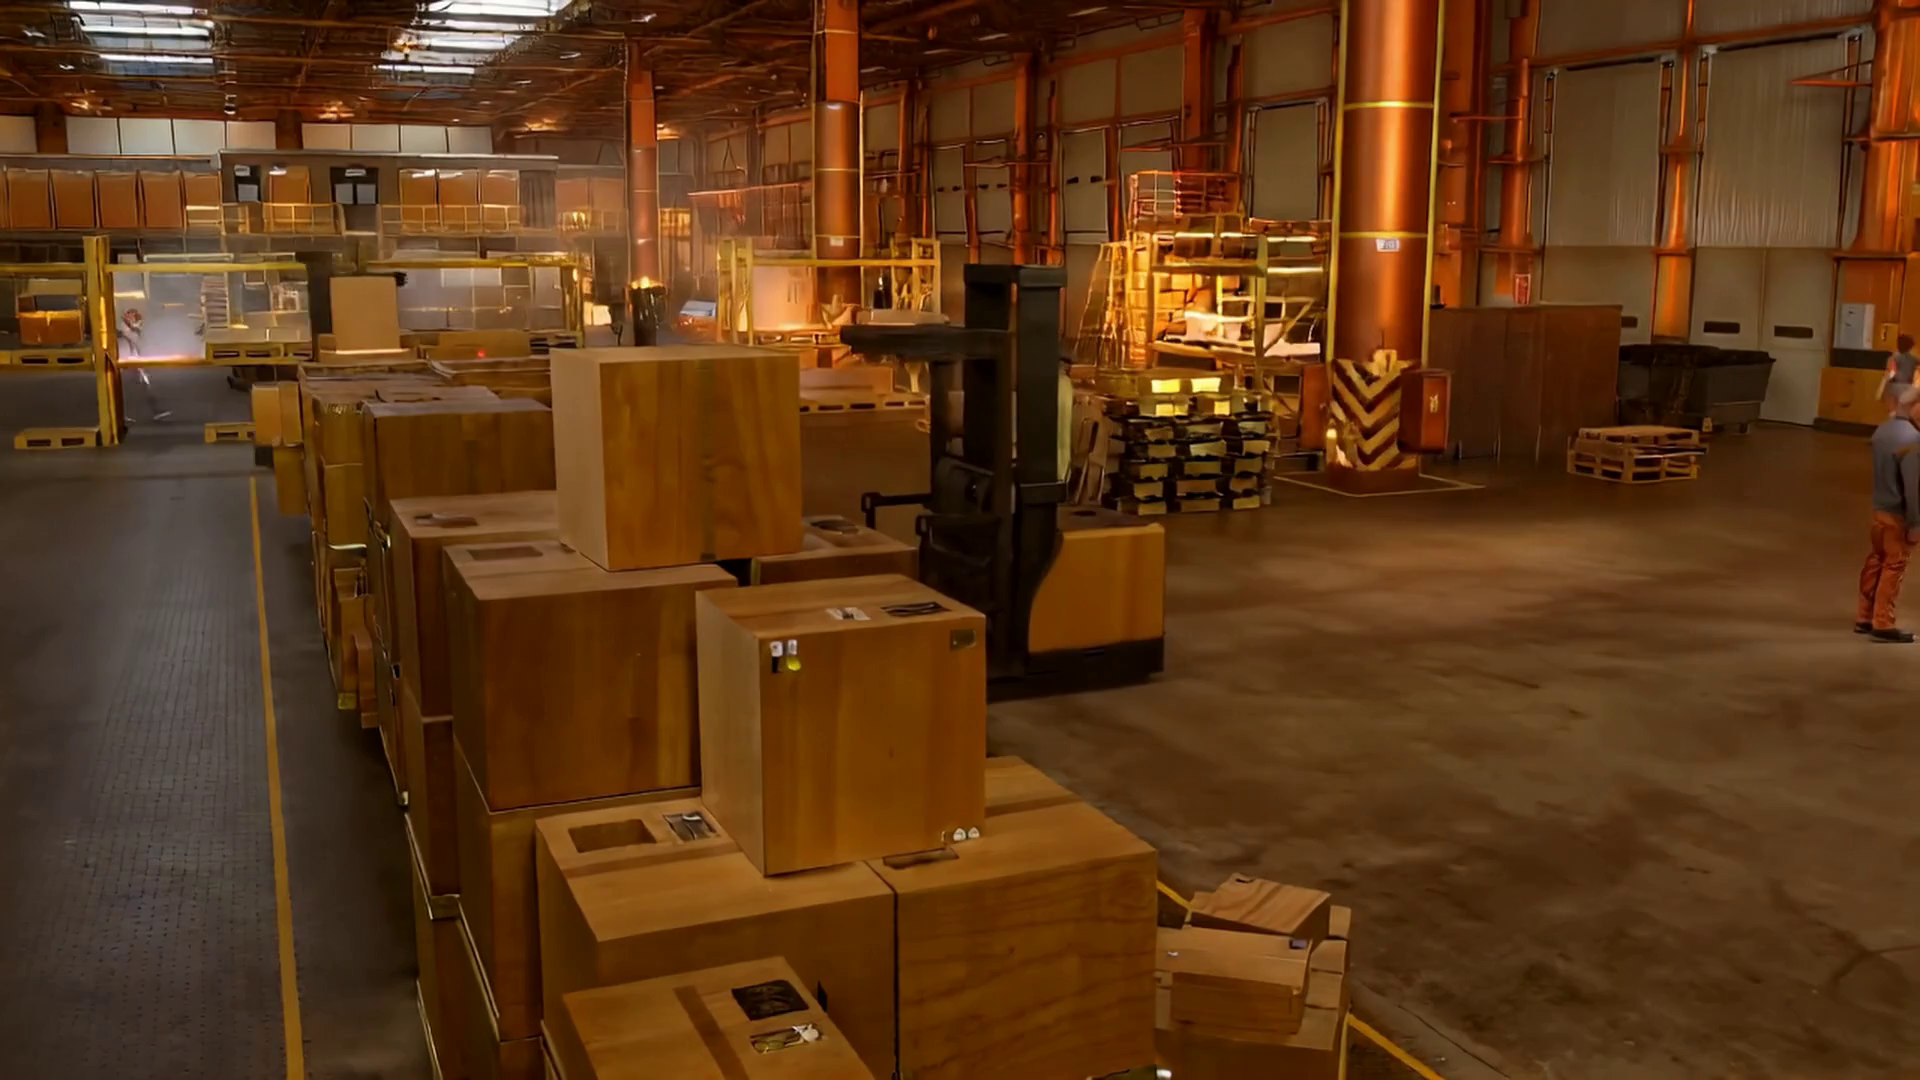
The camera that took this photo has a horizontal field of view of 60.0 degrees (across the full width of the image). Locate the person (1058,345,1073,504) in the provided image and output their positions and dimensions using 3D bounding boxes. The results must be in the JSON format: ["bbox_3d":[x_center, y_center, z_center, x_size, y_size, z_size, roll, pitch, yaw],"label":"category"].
[{"bbox_3d":[0.959,-0.988,16.739,0.373,1.936,0.627,6,12,28],"label":"person"}]

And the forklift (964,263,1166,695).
[{"bbox_3d":[0.362,-0.447,11.148,1.873,2.768,1.129,-4,11,-23],"label":"forklift"}]

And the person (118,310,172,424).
[{"bbox_3d":[-13.329,-2.805,27.045,0.915,1.833,0.516,-5,12,-27],"label":"person"}]

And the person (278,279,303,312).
[{"bbox_3d":[-16.210,-5.295,40.181,0.536,2.000,0.688,3,11,14],"label":"person"}]

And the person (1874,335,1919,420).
[{"bbox_3d":[13.177,-2.042,23.291,0.527,1.662,0.844,-3,11,-17],"label":"person"}]

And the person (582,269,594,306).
[{"bbox_3d":[-13.247,-8.695,59.302,0.584,1.911,0.390,7,12,34],"label":"person"}]

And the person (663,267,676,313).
[{"bbox_3d":[-11.735,-10.096,67.182,0.506,1.847,0.343,2,10,11],"label":"person"}]

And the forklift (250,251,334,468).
[{"bbox_3d":[-8.444,-2.428,22.070,1.873,2.768,1.129,-4,11,-23],"label":"forklift"}]

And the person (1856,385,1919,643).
[{"bbox_3d":[6.965,-0.188,12.367,0.380,1.928,0.636,1,10,3],"label":"person"}]

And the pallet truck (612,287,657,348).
[{"bbox_3d":[-6.464,-4.406,35.401,0.823,1.965,1.885,6,12,32],"label":"pallet truck"}]

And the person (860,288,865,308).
[{"bbox_3d":[-3.072,-6.877,49.461,0.546,1.834,0.877,1,10,5],"label":"person"}]
